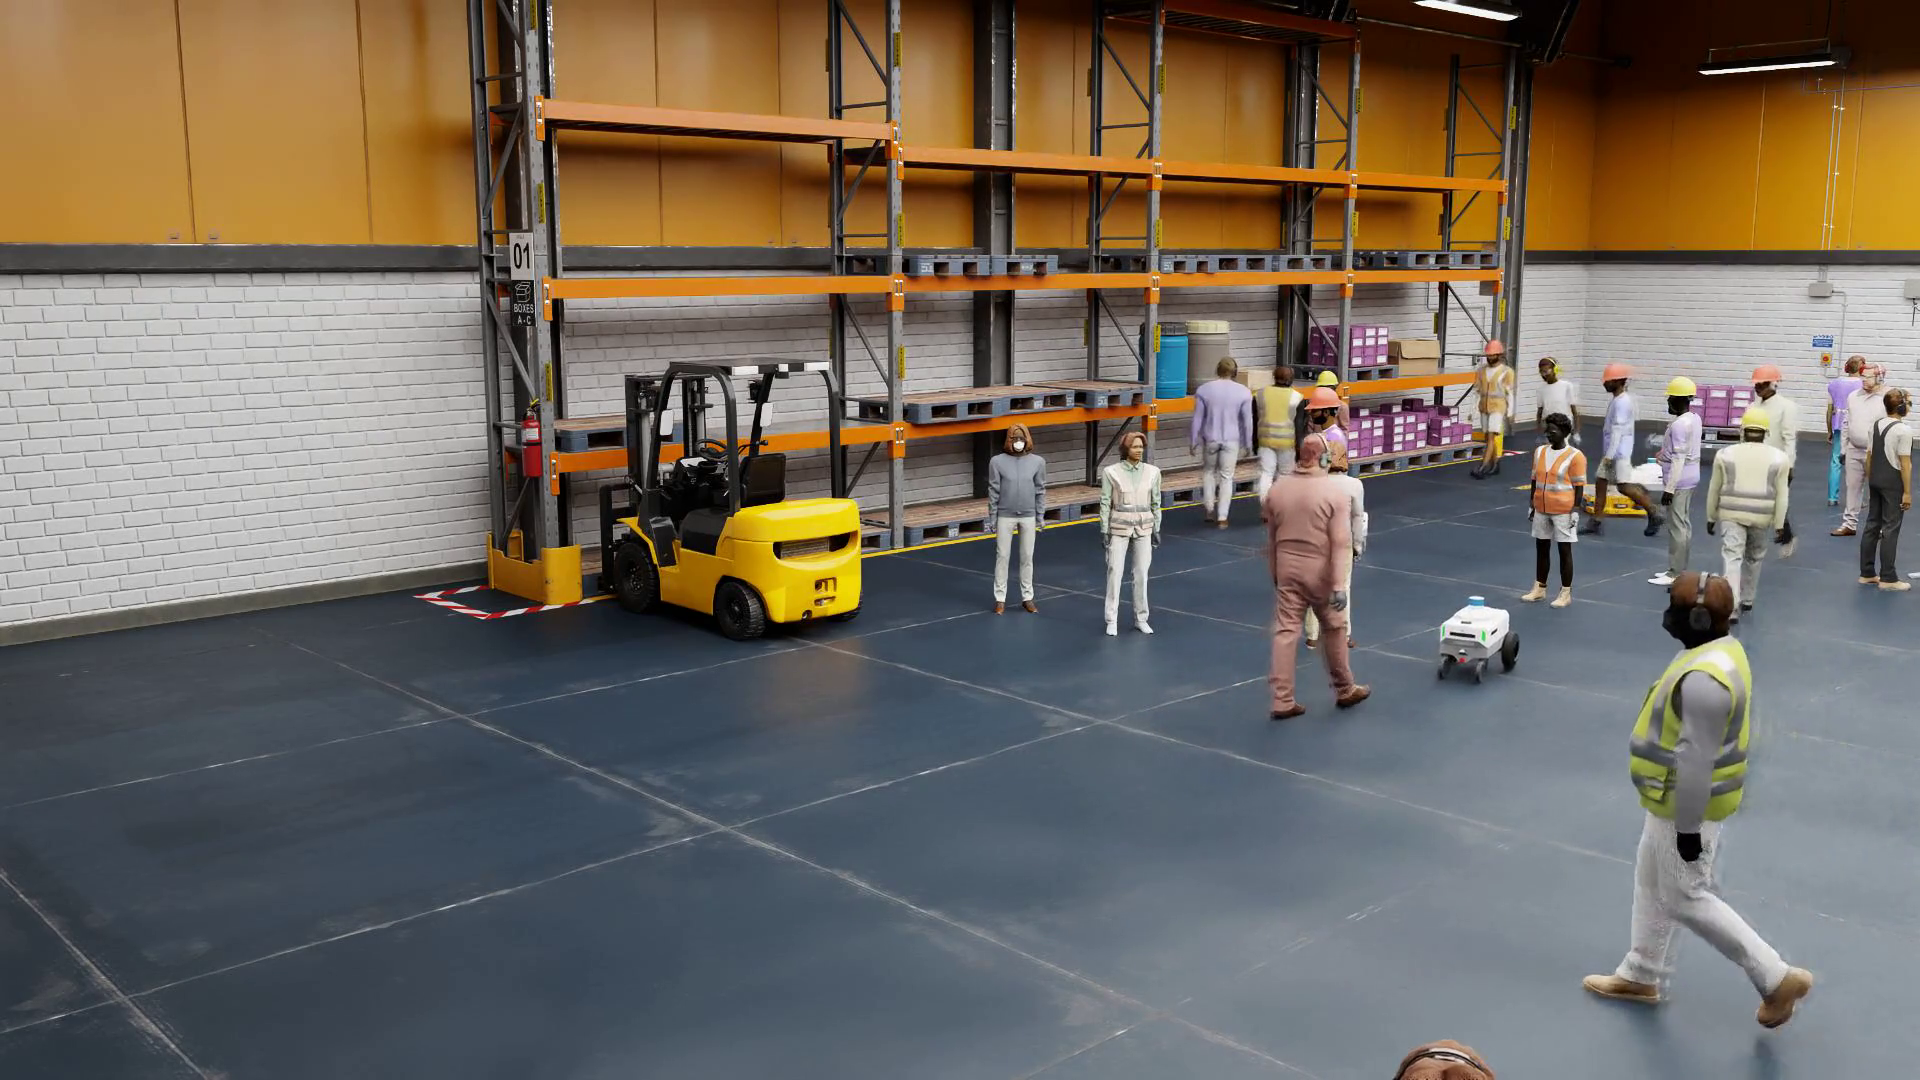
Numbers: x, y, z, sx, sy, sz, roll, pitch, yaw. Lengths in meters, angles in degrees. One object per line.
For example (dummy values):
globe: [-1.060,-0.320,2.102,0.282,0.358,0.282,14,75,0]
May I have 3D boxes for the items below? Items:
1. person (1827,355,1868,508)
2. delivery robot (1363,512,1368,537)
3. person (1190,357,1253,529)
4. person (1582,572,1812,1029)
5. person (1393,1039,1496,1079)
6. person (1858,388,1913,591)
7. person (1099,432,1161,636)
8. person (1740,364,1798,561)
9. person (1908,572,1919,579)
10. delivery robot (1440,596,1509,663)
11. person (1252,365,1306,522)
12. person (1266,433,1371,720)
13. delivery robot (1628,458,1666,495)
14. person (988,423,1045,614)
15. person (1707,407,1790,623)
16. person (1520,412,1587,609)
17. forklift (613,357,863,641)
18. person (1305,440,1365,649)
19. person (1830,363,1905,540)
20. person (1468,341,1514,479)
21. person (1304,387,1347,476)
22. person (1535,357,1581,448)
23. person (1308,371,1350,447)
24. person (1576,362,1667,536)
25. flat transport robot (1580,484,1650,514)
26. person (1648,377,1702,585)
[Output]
person: [10.734,-1.301,20.068,0.390,1.844,0.565,-9,13,-41]
delivery robot: [3.871,-0.150,16.826,0.477,0.478,0.707,6,11,29]
person: [2.948,-1.097,18.694,0.662,1.901,0.694,3,10,16]
person: [2.940,1.025,6.538,0.770,1.821,0.631,5,11,27]
person: [0.864,1.701,3.091,0.518,1.639,0.312,1,10,8]
person: [8.464,-0.460,15.145,0.346,1.847,0.505,-2,10,-11]
person: [1.365,-0.053,13.346,0.518,1.645,0.307,-2,10,-11]
person: [7.955,-0.748,16.422,0.572,1.980,0.676,-3,10,-20]
person: [9.146,-0.536,15.384,0.372,1.914,0.597,1,10,5]
delivery robot: [3.753,0.655,12.116,0.477,0.478,0.707,6,11,31]
person: [3.613,-1.093,18.952,0.635,1.811,0.706,4,10,20]
person: [2.386,0.226,11.026,0.678,1.870,0.914,9,13,44]
delivery robot: [8.482,-0.763,20.415,0.707,0.478,0.477,1,10,4]
person: [0.482,-0.183,14.143,0.498,1.633,0.285,-2,10,-9]
person: [6.543,-0.208,13.842,0.604,1.791,0.908,4,11,24]
person: [5.146,-0.260,14.404,0.316,1.697,0.540,-6,11,-32]
forklift: [-1.847,-0.414,13.852,1.214,2.155,2.313,-9,13,-42]
person: [2.857,0.042,12.822,0.499,1.633,0.286,4,10,20]
person: [9.715,-0.943,17.805,0.399,1.904,0.644,-5,11,-28]
person: [7.255,-1.785,22.798,0.969,1.882,0.560,-8,13,-39]
person: [3.112,-0.341,14.226,0.389,1.930,0.539,1,10,8]
person: [7.180,-1.283,19.999,0.534,1.827,0.581,-7,12,-36]
person: [4.086,-1.001,18.544,0.331,1.768,0.527,-8,13,-40]
person: [7.169,-0.963,17.940,0.902,1.913,0.552,2,10,12]
flat transport robot: [7.745,-0.501,19.989,0.652,0.197,1.431,1,10,5]
person: [6.620,-0.537,15.357,0.365,1.928,0.585,7,12,35]
